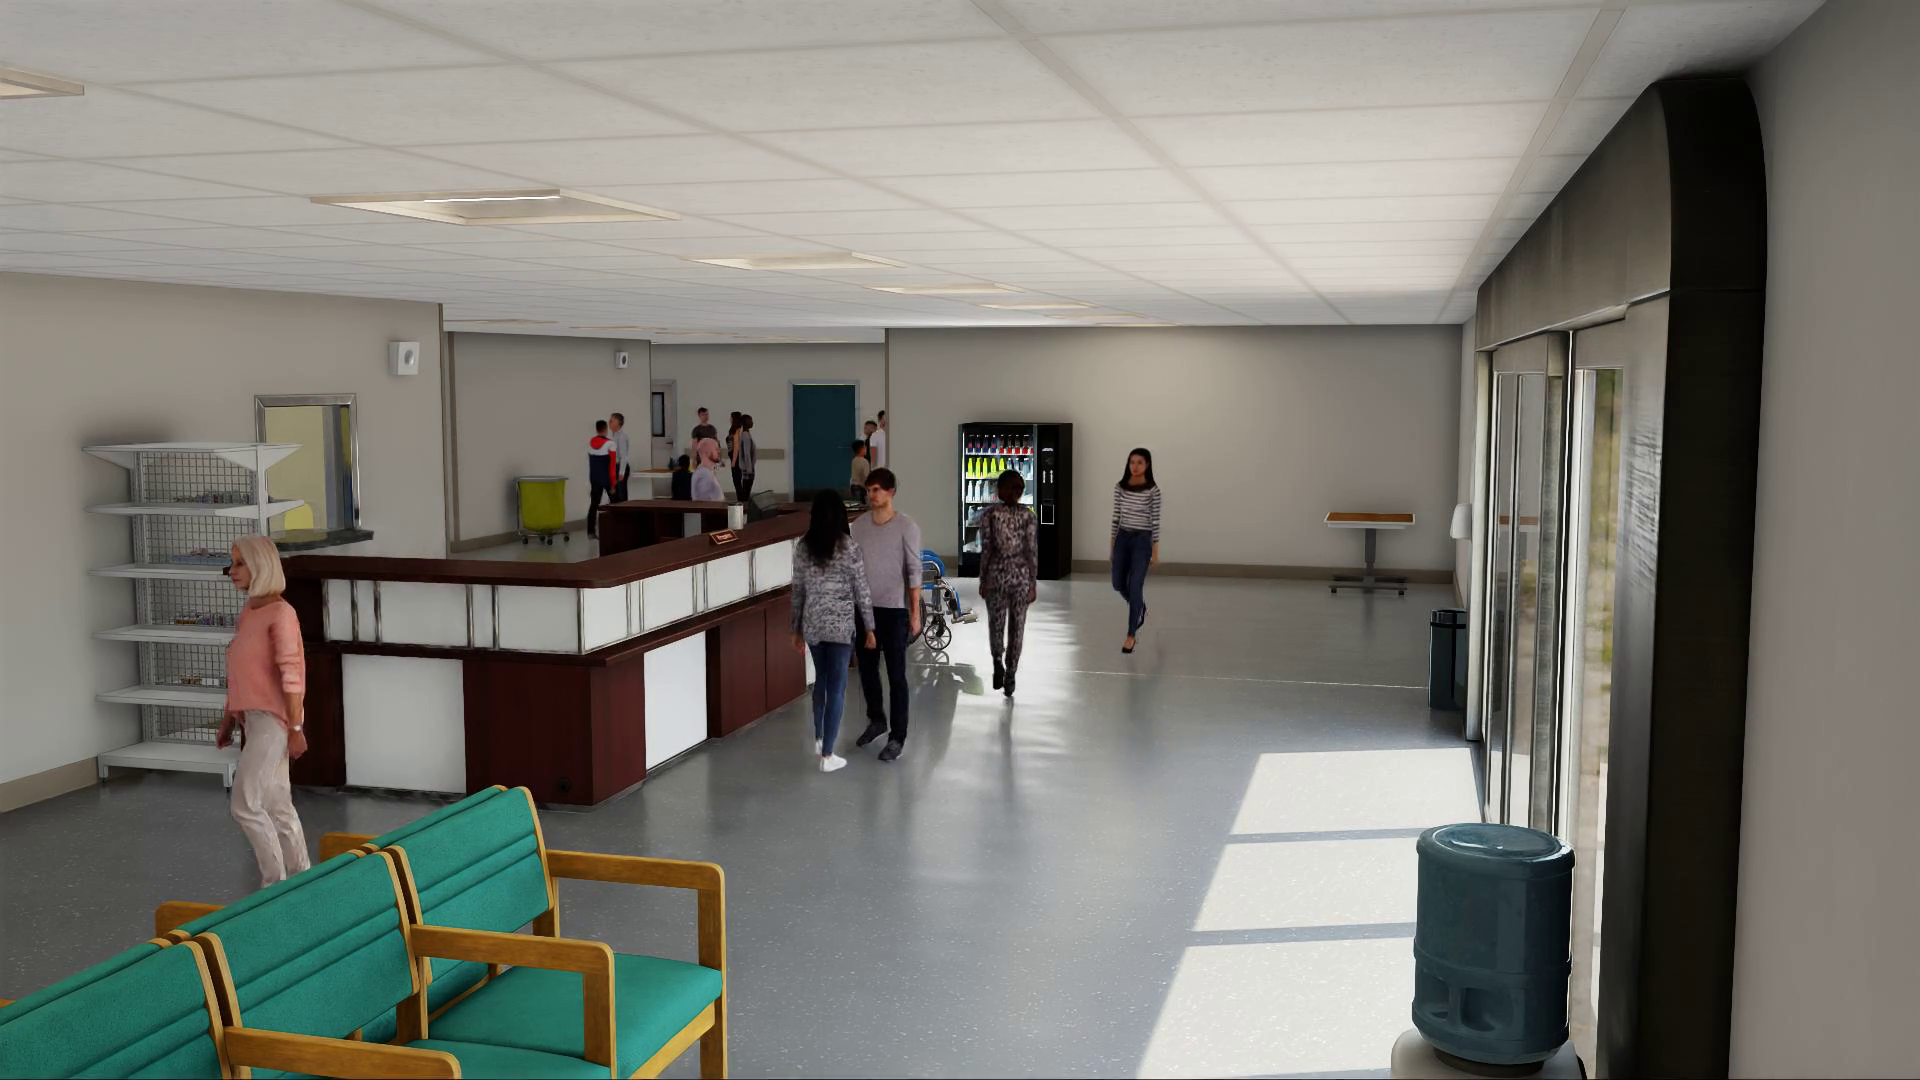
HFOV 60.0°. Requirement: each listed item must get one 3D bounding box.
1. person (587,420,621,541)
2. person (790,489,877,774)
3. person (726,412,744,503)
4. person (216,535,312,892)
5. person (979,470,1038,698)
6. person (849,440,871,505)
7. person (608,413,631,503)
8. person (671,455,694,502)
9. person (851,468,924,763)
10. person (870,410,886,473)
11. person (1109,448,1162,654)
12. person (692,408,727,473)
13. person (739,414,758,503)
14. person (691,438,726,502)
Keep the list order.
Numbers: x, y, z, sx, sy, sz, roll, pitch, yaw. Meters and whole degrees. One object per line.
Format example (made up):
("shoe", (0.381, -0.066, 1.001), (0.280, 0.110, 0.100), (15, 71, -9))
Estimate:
("person", (-5.198, -0.827, 23.964), (1.018, 1.715, 0.732), (2, 6, 18))
("person", (-0.841, 0.563, 10.155), (0.619, 1.713, 0.747), (3, 6, 27))
("person", (-3.899, -1.370, 29.098), (0.628, 1.768, 0.666), (0, 6, -2))
("person", (-3.051, 0.825, 7.555), (0.794, 1.712, 0.720), (-5, 8, -42))
("person", (0.349, 0.341, 12.391), (0.794, 1.708, 0.724), (1, 6, 6))
("person", (-1.513, -0.691, 23.974), (1.011, 1.443, 0.999), (-4, 7, -35))
("person", (-5.330, -1.090, 26.053), (0.771, 1.819, 0.735), (-2, 6, -23))
("person", (-3.996, -0.581, 23.847), (0.835, 1.250, 0.685), (0, 6, 3))
("person", (-0.478, 0.450, 10.667), (0.879, 1.837, 0.896), (2, 6, 23))
("person", (-1.249, -1.074, 25.954), (1.237, 1.808, 0.920), (4, 7, 32))
("person", (1.554, 0.092, 14.440), (0.796, 1.777, 0.767), (3, 7, 30))
("person", (-4.391, -1.325, 28.478), (1.254, 1.803, 0.963), (4, 7, 38))
("person", (-3.445, -1.140, 26.799), (0.672, 1.771, 0.690), (-1, 6, -9))
("person", (-2.468, -0.020, 15.606), (1.308, 1.782, 0.997), (-1, 6, -6))
